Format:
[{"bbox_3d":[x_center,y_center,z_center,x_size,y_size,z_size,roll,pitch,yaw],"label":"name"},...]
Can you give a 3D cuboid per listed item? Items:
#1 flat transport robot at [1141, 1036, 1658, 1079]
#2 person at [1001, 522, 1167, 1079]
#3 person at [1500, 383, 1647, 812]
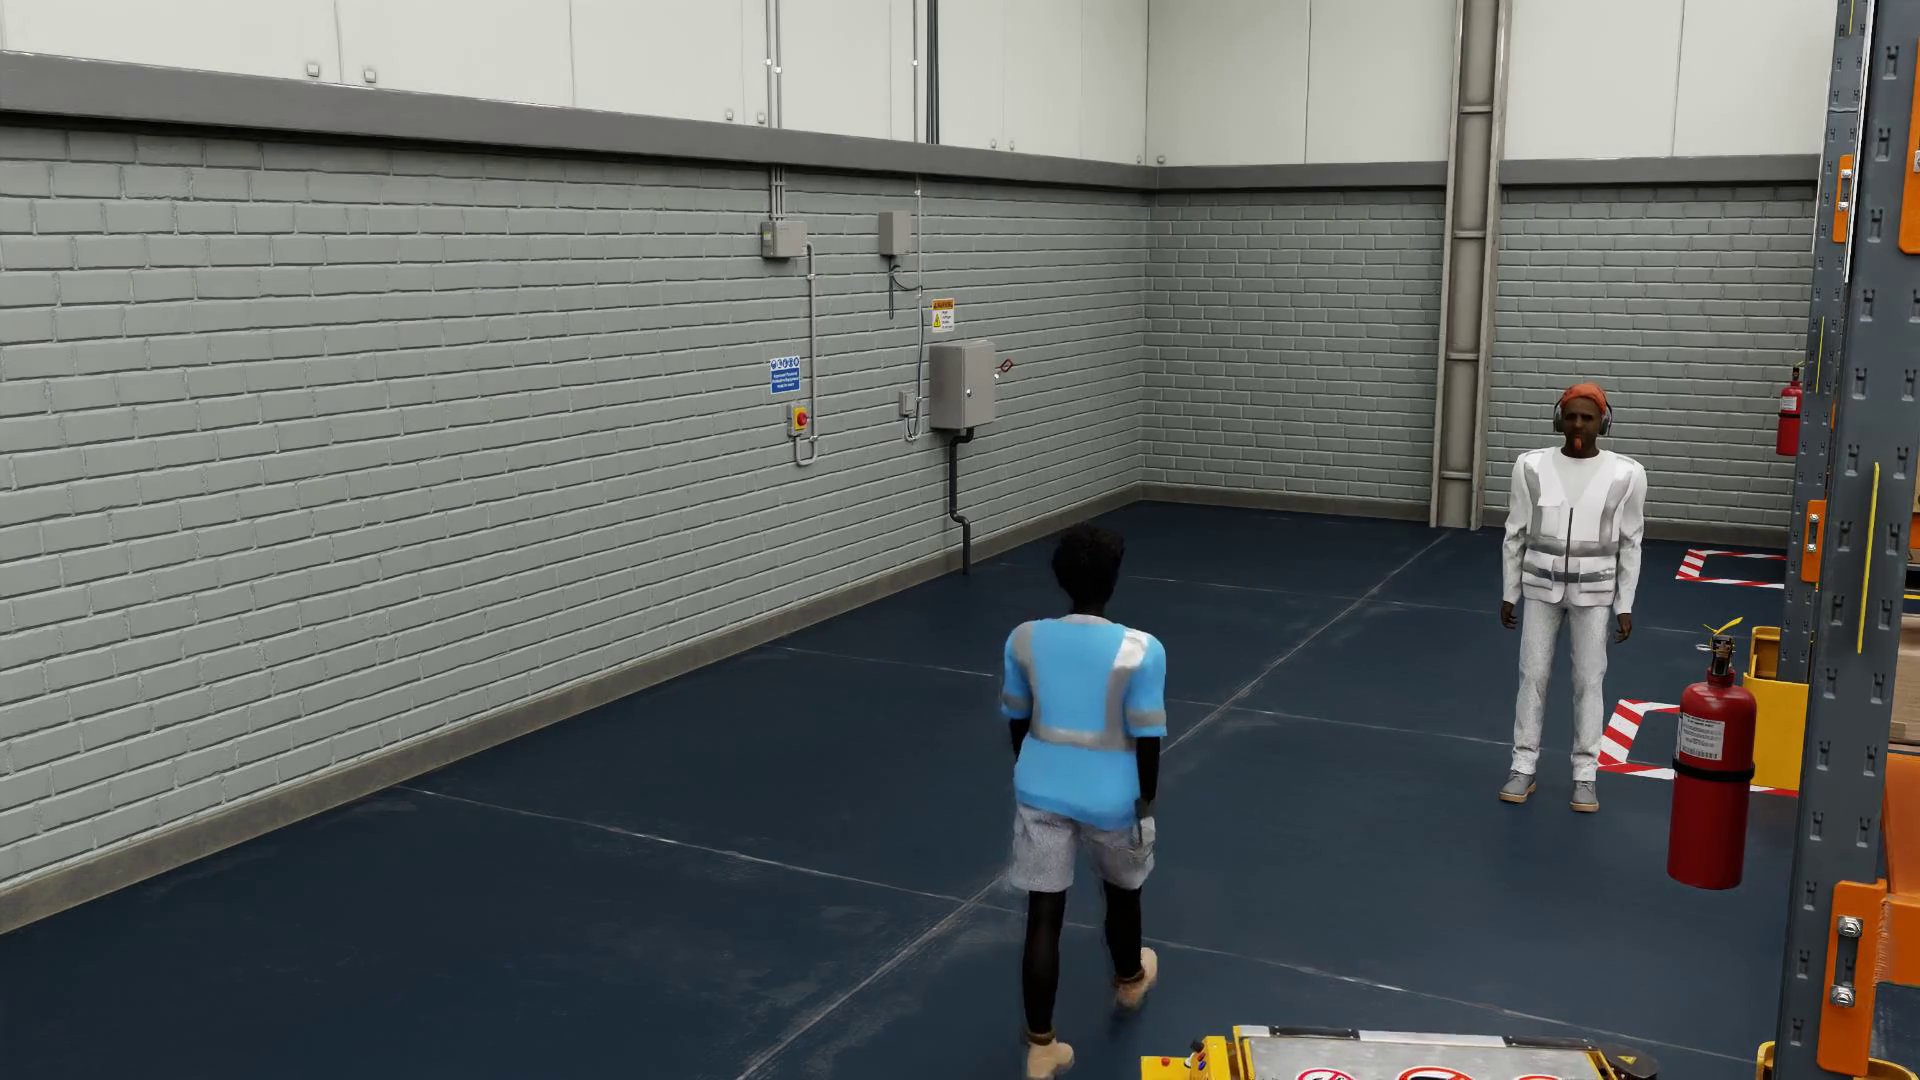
[{"bbox_3d":[1.213,1.571,4.507,1.431,0.197,0.652,1,10,5],"label":"flat transport robot"},{"bbox_3d":[0.393,0.765,5.090,0.549,1.651,0.833,4,11,22],"label":"person"},{"bbox_3d":[2.671,0.250,7.310,0.575,1.884,0.355,5,11,25],"label":"person"}]
